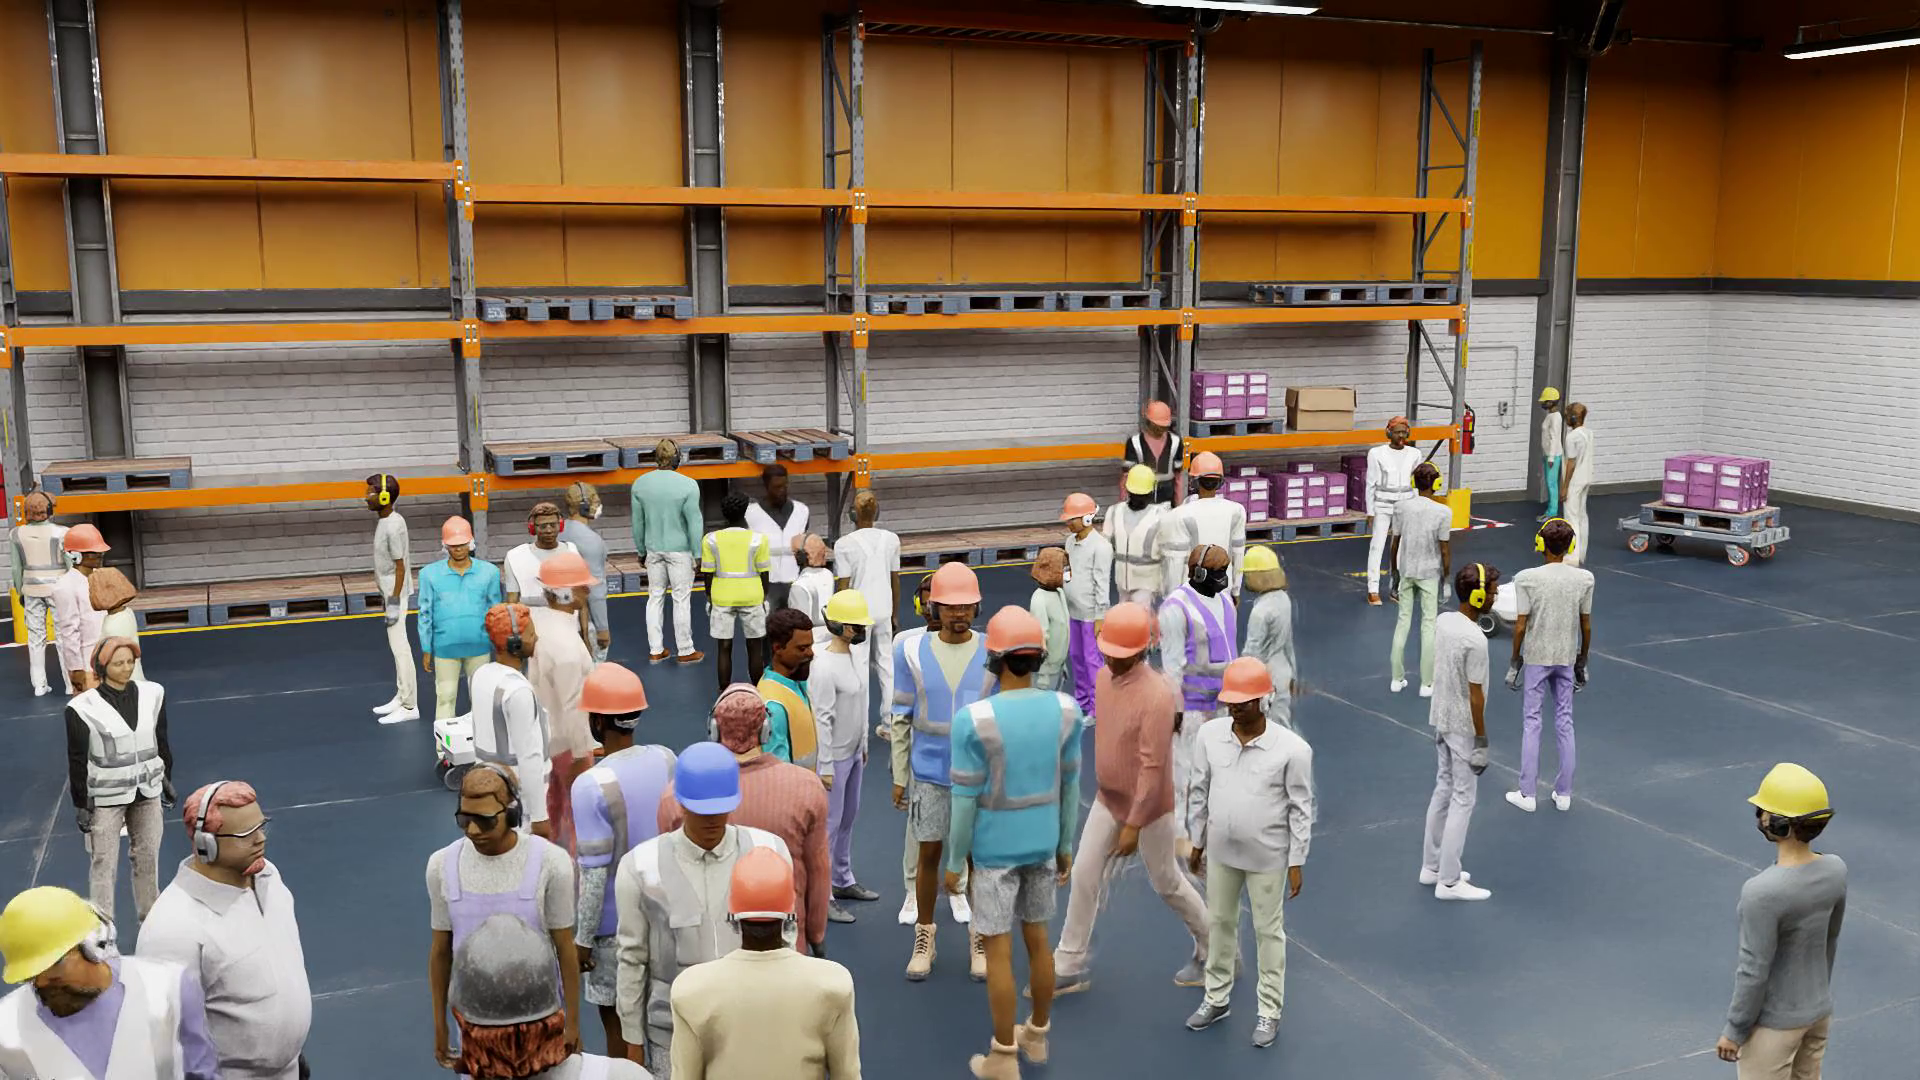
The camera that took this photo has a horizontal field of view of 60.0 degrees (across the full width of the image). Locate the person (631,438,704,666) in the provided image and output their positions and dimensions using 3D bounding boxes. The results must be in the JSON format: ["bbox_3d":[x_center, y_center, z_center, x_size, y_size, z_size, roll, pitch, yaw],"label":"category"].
[{"bbox_3d":[-2.466,0.105,14.103,0.635,1.937,0.352,3,10,17],"label":"person"}]

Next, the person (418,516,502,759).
[{"bbox_3d":[-3.343,0.704,11.180,0.563,1.753,0.327,-4,11,-22],"label":"person"}]

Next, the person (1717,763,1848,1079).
[{"bbox_3d":[2.831,1.637,5.771,0.522,1.769,0.312,-6,12,-32],"label":"person"}]

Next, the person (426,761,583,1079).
[{"bbox_3d":[-1.537,1.625,5.655,0.522,1.833,0.339,0,10,2],"label":"person"}]

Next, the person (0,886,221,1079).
[{"bbox_3d":[-2.401,1.817,4.676,0.637,1.794,0.437,-7,12,-33],"label":"person"}]

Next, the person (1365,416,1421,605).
[{"bbox_3d":[4.301,-0.288,16.530,0.573,1.883,0.356,-2,10,-9],"label":"person"}]

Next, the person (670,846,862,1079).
[{"bbox_3d":[-0.580,1.772,5.015,0.574,1.754,0.325,-1,10,-6],"label":"person"}]

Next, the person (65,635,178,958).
[{"bbox_3d":[-4.135,1.272,8.232,0.309,1.642,0.522,6,12,32],"label":"person"}]

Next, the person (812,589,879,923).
[{"bbox_3d":[-0.603,1.123,8.758,0.334,1.760,0.527,3,10,18],"label":"person"}]

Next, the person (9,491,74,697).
[{"bbox_3d":[-7.171,0.431,13.086,0.511,1.640,0.308,0,10,-2],"label":"person"}]

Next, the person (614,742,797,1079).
[{"bbox_3d":[-0.828,1.596,5.518,0.607,1.940,0.417,-3,10,-18],"label":"person"}]

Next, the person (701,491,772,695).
[{"bbox_3d":[-1.699,0.471,12.688,0.535,1.697,0.321,0,10,0],"label":"person"}]

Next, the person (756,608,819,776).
[{"bbox_3d":[-0.799,1.248,7.574,0.379,1.917,0.597,0,10,-2],"label":"person"}]

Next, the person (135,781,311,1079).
[{"bbox_3d":[-2.217,1.671,5.171,0.410,1.909,0.642,1,10,4],"label":"person"}]

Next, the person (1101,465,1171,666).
[{"bbox_3d":[1.270,0.356,12.837,0.703,1.884,0.853,9,13,42],"label":"person"}]

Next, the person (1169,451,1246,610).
[{"bbox_3d":[1.805,0.362,12.322,0.608,2.044,0.370,-3,10,-18],"label":"person"}]

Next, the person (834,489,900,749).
[{"bbox_3d":[-0.660,0.558,11.759,0.506,1.846,0.351,-5,11,-29],"label":"person"}]

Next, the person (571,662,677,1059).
[{"bbox_3d":[-1.324,1.428,6.482,0.359,1.936,0.552,5,11,29],"label":"person"}]

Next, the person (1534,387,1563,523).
[{"bbox_3d":[7.640,-1.100,21.569,0.344,1.761,0.526,2,10,13],"label":"person"}]

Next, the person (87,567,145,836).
[{"bbox_3d":[-5.060,0.967,10.041,0.279,1.626,0.493,-4,11,-21],"label":"person"}]

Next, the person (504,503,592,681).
[{"bbox_3d":[-2.763,0.655,11.200,0.565,1.846,0.390,-6,11,-30],"label":"person"}]

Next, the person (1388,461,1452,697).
[{"bbox_3d":[3.648,0.306,13.185,0.515,1.861,0.324,8,12,38],"label":"person"}]

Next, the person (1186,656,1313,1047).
[{"bbox_3d":[1.260,1.366,7.365,0.568,1.750,0.342,7,12,34],"label":"person"}]

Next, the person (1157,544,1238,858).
[{"bbox_3d":[1.406,0.925,9.695,0.429,1.837,0.624,9,13,43],"label":"person"}]

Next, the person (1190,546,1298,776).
[{"bbox_3d":[1.805,0.876,10.319,0.885,1.694,0.502,5,11,26],"label":"person"}]

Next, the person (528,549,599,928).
[{"bbox_3d":[-2.019,1.030,8.648,0.418,1.994,0.615,-6,11,-30],"label":"person"}]

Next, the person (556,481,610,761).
[{"bbox_3d":[-2.606,0.556,11.500,0.371,1.940,0.627,-8,13,-38],"label":"person"}]

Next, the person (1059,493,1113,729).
[{"bbox_3d":[0.901,0.516,12.320,0.352,1.738,0.573,-5,11,-26],"label":"person"}]

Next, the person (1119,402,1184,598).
[{"bbox_3d":[1.939,-0.400,16.880,0.712,1.985,0.923,-1,10,-5],"label":"person"}]

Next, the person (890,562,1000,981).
[{"bbox_3d":[-0.030,1.111,7.993,0.614,2.047,0.361,0,10,2],"label":"person"}]

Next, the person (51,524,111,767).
[{"bbox_3d":[-5.661,0.759,10.866,0.329,1.750,0.572,-1,10,-5],"label":"person"}]

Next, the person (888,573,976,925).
[{"bbox_3d":[-0.107,1.083,8.669,0.539,1.869,0.313,0,10,-2],"label":"person"}]

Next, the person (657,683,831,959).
[{"bbox_3d":[-0.808,1.478,6.282,0.642,1.910,0.401,-2,10,-11],"label":"person"}]

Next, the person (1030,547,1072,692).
[{"bbox_3d":[0.584,0.849,10.693,0.283,1.633,0.497,3,10,17],"label":"person"}]

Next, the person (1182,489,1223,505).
[{"bbox_3d":[2.161,0.156,14.500,0.321,1.697,0.530,-8,13,-40],"label":"person"}]

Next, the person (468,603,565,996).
[{"bbox_3d":[-2.087,1.223,7.819,0.353,1.883,0.573,-8,12,-38],"label":"person"}]

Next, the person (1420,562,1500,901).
[{"bbox_3d":[2.722,1.032,9.011,0.338,1.857,0.525,-2,10,-10],"label":"person"}]

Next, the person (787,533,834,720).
[{"bbox_3d":[-0.995,0.762,11.180,0.308,1.639,0.524,3,10,19],"label":"person"}]

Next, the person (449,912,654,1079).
[{"bbox_3d":[-1.020,1.832,3.856,0.672,2.000,0.536,-7,12,-35],"label":"person"}]

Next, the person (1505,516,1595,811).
[{"bbox_3d":[3.686,0.777,10.430,0.514,1.872,0.328,0,10,-1],"label":"person"}]

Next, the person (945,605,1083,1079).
[{"bbox_3d":[0.220,1.285,7.038,0.609,2.043,0.410,-5,11,-28],"label":"person"}]

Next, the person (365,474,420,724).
[{"bbox_3d":[-4.251,0.431,12.419,0.327,1.874,0.517,-4,11,-22],"label":"person"}]

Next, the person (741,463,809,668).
[{"bbox_3d":[-1.445,0.332,12.917,0.603,1.901,0.713,-6,12,-32],"label":"person"}]

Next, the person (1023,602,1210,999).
[{"bbox_3d":[0.847,1.210,7.787,1.001,1.935,0.611,-6,11,-29],"label":"person"}]

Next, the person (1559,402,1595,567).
[{"bbox_3d":[6.862,-0.618,18.544,0.515,1.843,0.332,-9,13,-43],"label":"person"}]
